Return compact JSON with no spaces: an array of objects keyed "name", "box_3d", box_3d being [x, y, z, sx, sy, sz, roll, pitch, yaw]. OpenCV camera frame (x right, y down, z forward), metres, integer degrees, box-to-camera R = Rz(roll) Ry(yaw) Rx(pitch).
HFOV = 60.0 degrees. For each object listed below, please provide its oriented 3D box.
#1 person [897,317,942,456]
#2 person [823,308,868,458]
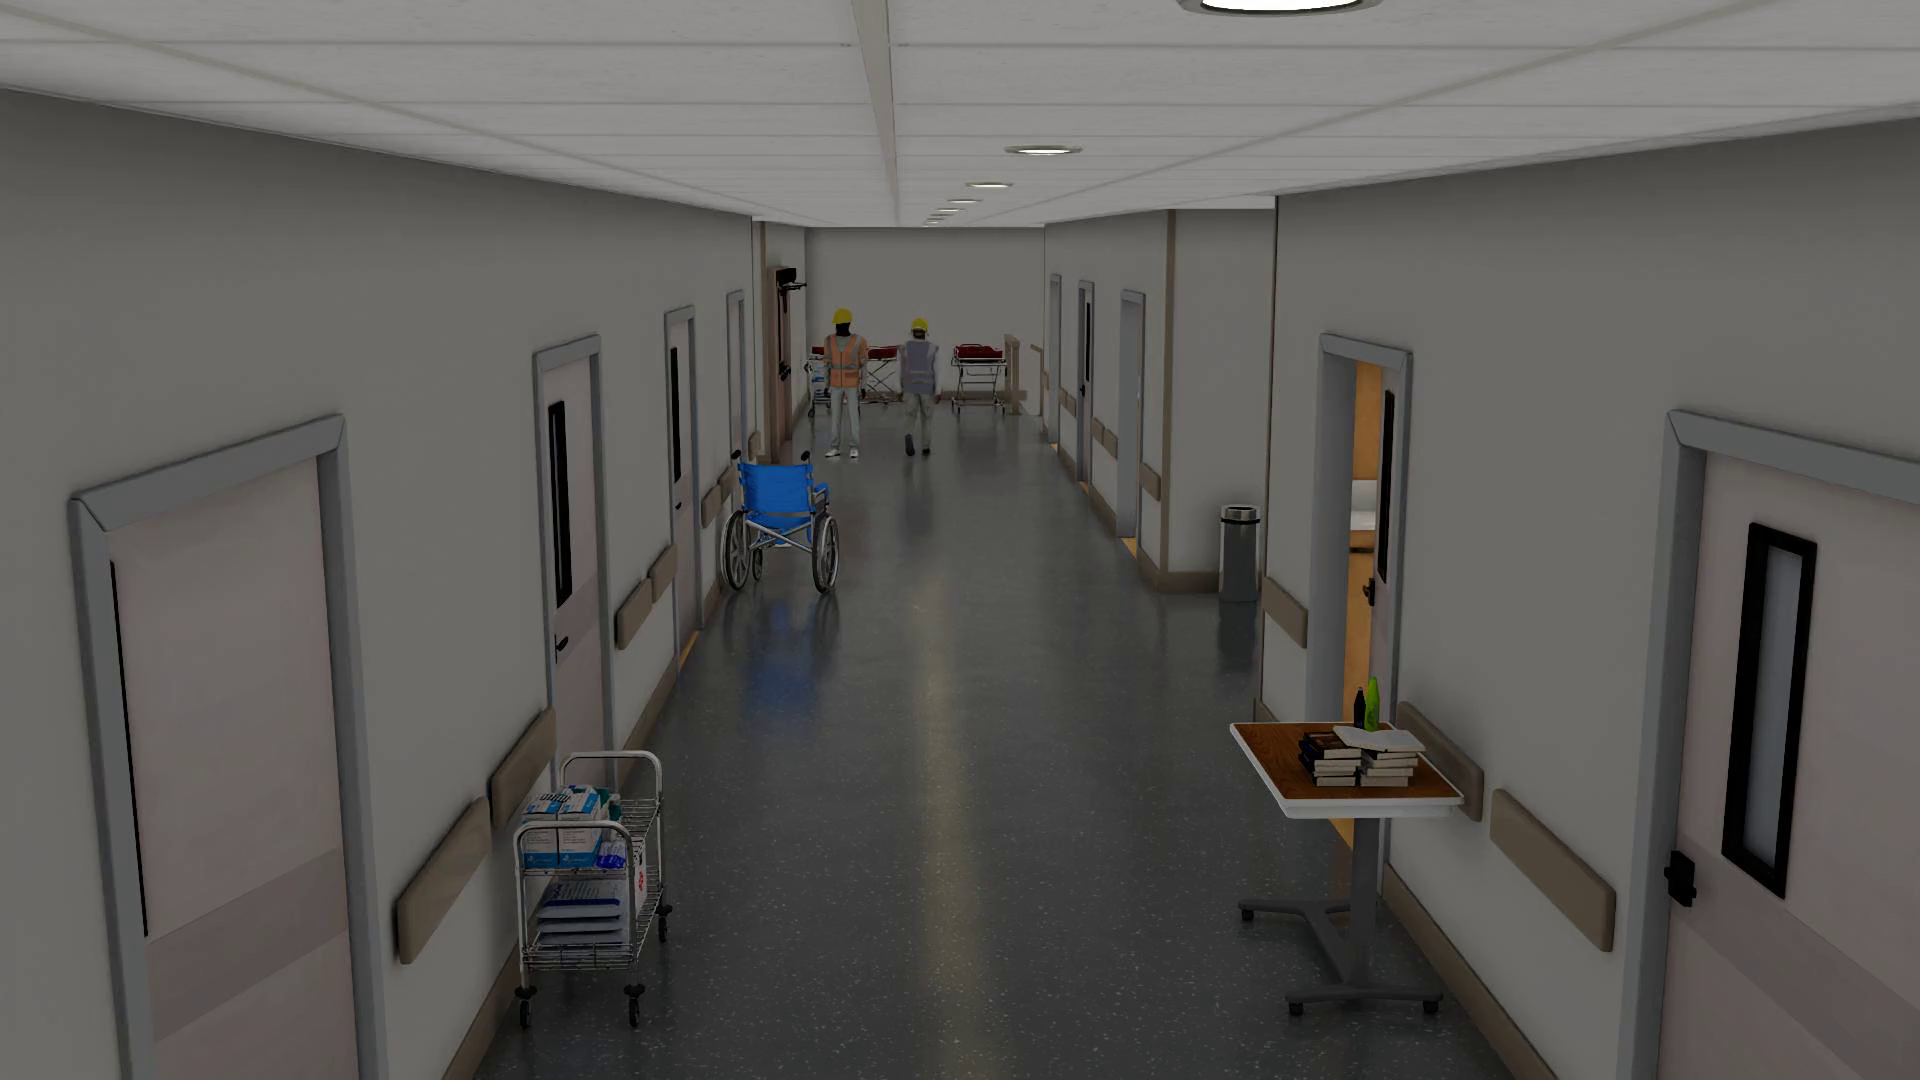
[{"name":"person","box_3d":[-0.531,-1.956,21.394,0.598,1.810,0.728,1,10,6]},{"name":"person","box_3d":[-1.484,-2.018,21.428,0.588,1.923,0.383,3,10,14]}]
